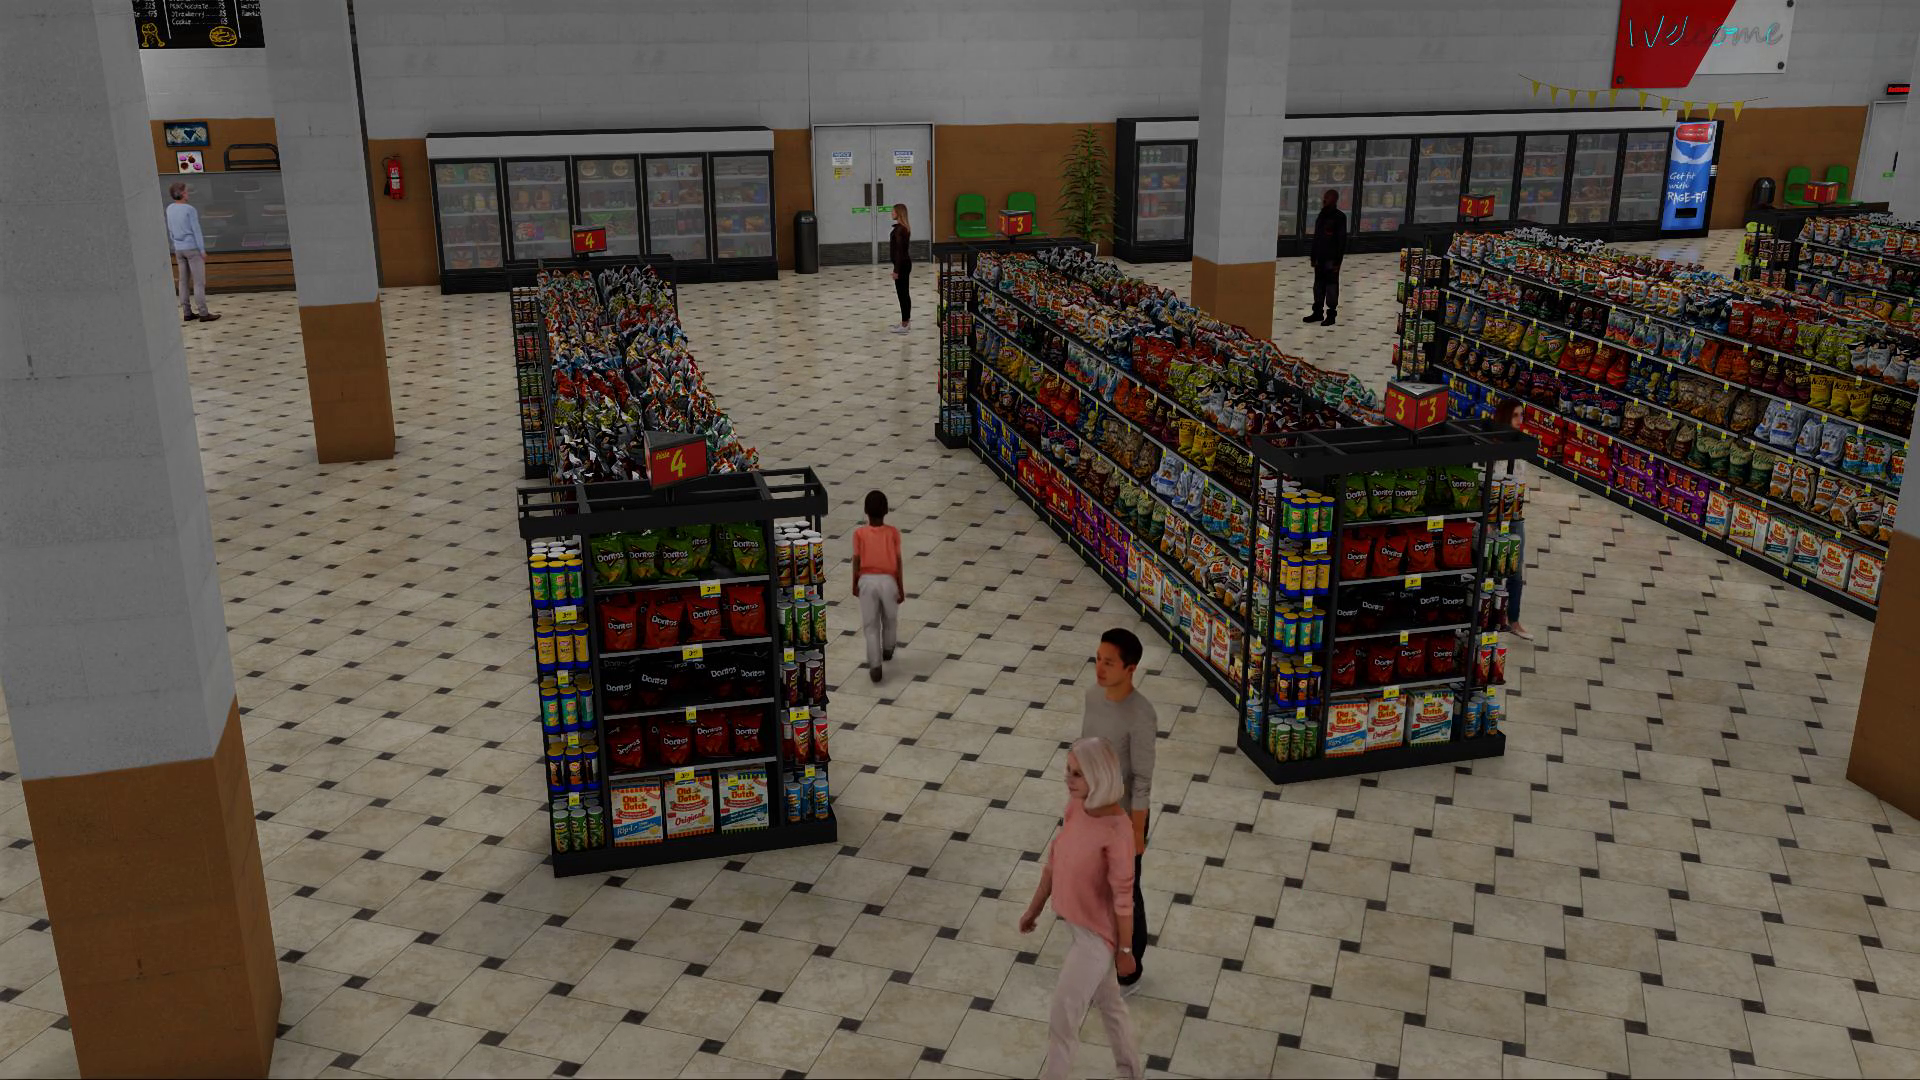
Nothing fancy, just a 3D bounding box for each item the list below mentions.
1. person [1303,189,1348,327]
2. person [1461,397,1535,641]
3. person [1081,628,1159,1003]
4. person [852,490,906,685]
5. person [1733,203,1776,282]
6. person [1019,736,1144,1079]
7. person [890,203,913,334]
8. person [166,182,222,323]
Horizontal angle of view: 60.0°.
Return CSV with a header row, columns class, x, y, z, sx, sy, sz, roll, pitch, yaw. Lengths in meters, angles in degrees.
class,x,y,z,sx,sy,sz,roll,pitch,yaw
person,5.025,-3.867,22.685,0.837,1.825,0.666,-12,22,-33
person,3.784,-0.182,11.956,0.643,1.697,1.148,-7,20,-19
person,0.719,1.232,7.588,0.760,1.808,0.562,-10,21,-27
person,-0.541,0.335,11.068,0.611,1.284,0.860,-1,19,-2
person,9.541,-3.072,20.080,0.905,1.983,0.712,1,19,3
person,0.623,1.565,6.772,0.698,1.698,0.890,-6,20,-18
person,-0.770,-3.625,22.154,0.733,1.704,0.594,4,19,10
person,-10.609,-3.961,22.857,0.755,1.893,0.780,7,20,20
